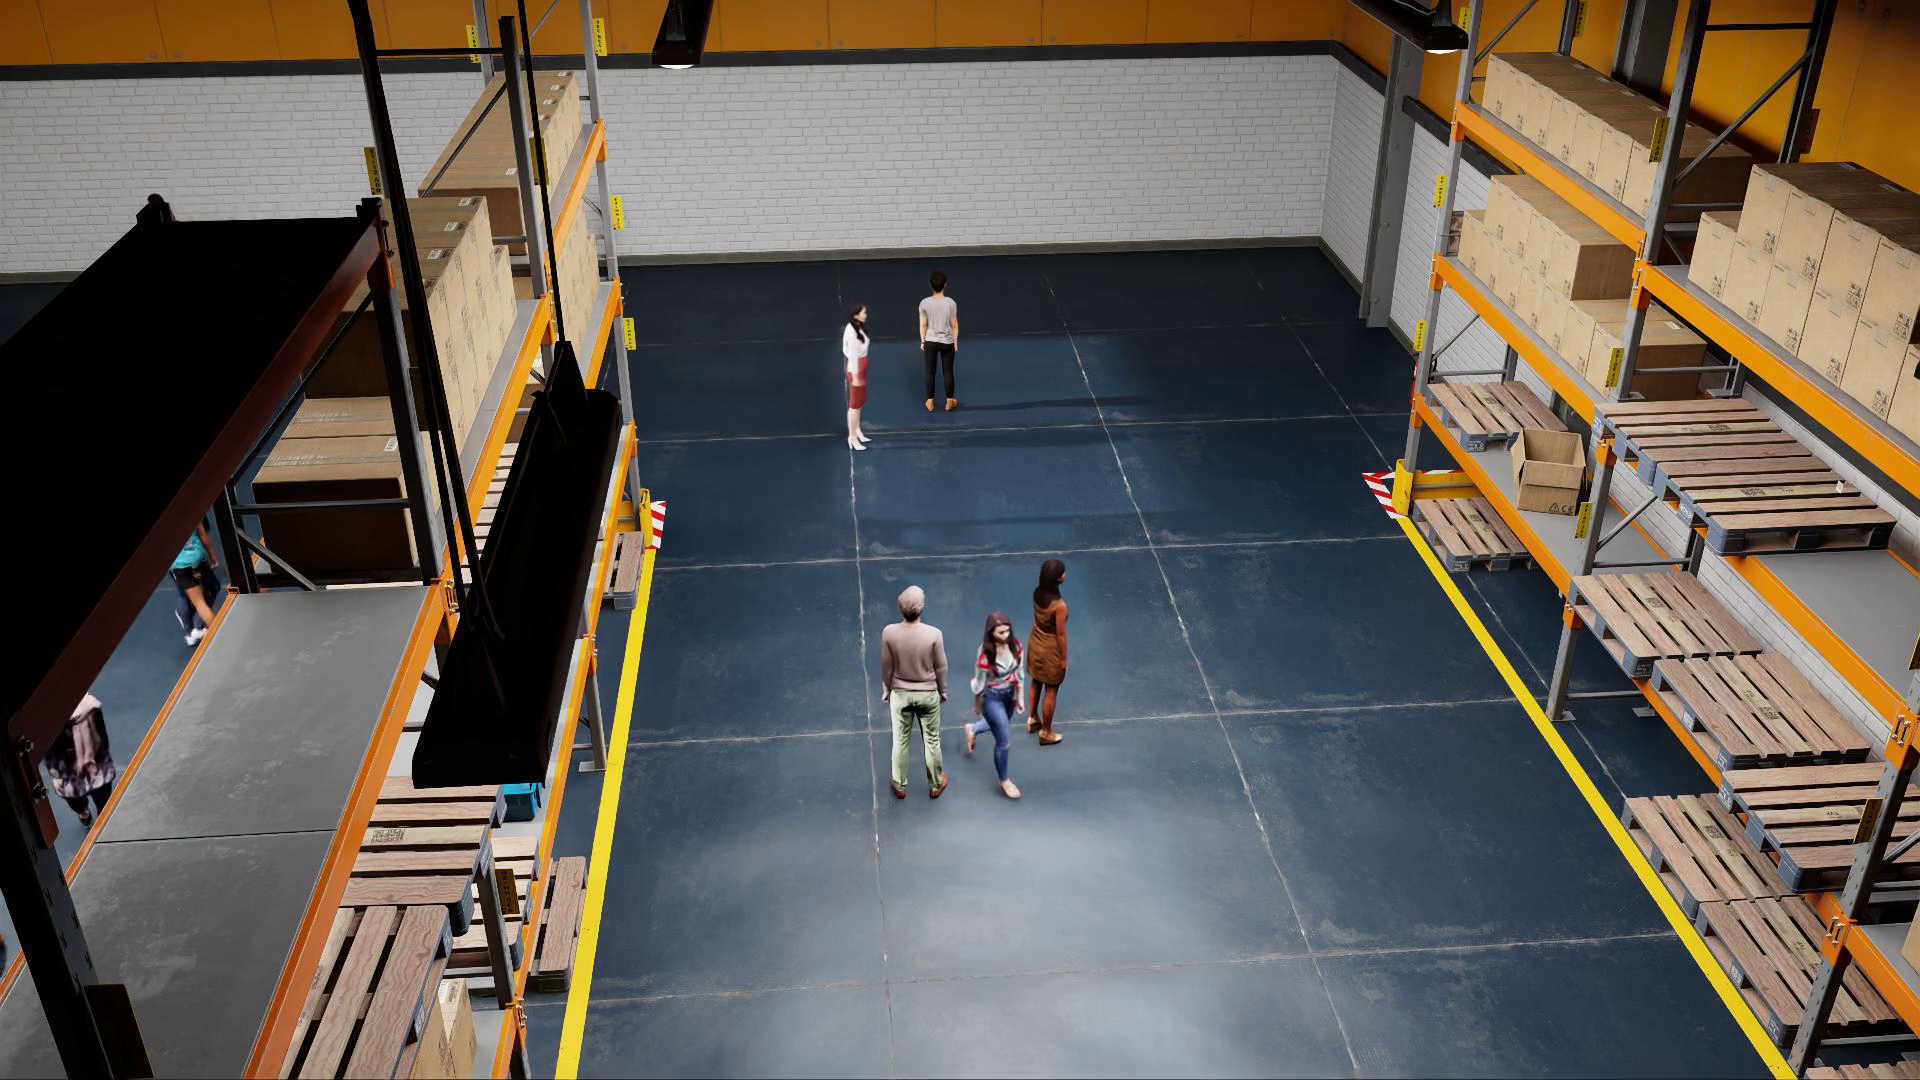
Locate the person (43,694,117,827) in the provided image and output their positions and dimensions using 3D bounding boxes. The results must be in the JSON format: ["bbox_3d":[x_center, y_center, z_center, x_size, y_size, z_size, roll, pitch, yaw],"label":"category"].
[{"bbox_3d":[-6.589,1.631,12.422,0.900,1.620,1.013,-22,35,-34],"label":"person"}]

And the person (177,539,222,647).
[{"bbox_3d":[-7.050,0.212,14.922,0.754,1.719,0.801,19,34,31],"label":"person"}]

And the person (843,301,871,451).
[{"bbox_3d":[-1.152,-1.860,18.687,0.691,1.749,0.507,2,29,4],"label":"person"}]

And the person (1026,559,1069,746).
[{"bbox_3d":[0.719,0.912,13.672,0.693,1.686,0.582,-16,32,-26],"label":"person"}]

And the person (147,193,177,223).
[{"bbox_3d":[-10.387,-3.710,22.055,0.782,1.774,0.745,8,30,15],"label":"person"}]

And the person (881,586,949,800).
[{"bbox_3d":[-0.354,1.202,12.944,0.688,1.875,0.629,1,29,1],"label":"person"}]

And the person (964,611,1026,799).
[{"bbox_3d":[0.257,1.224,13.213,0.933,1.579,1.115,-20,35,-33],"label":"person"}]

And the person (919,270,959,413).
[{"bbox_3d":[-0.248,-2.349,19.611,0.637,1.724,0.574,2,29,4],"label":"person"}]
